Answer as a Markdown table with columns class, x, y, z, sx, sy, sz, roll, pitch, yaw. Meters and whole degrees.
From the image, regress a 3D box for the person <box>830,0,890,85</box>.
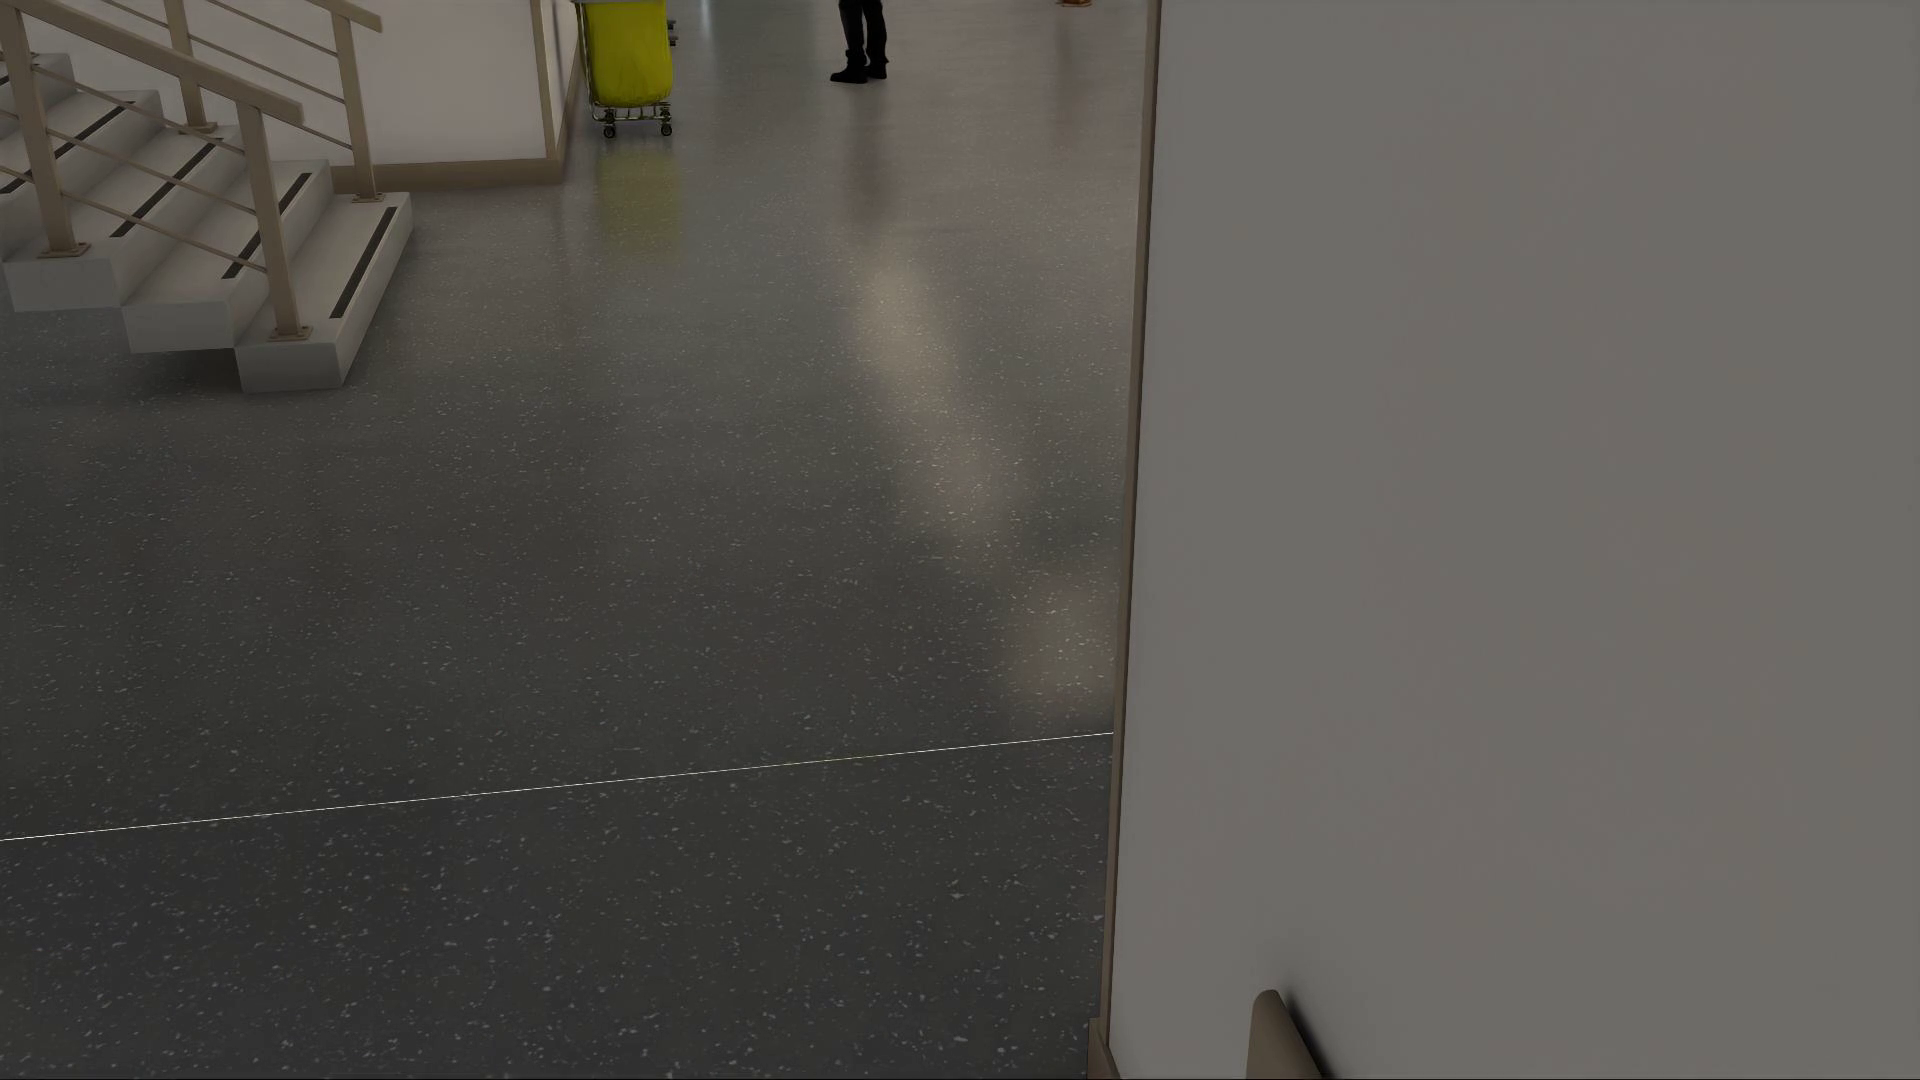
| class | x | y | z | sx | sy | sz | roll | pitch | yaw |
| --- | --- | --- | --- | --- | --- | --- | --- | --- | --- |
| person | -0.790 | -4.516 | 12.956 | 0.853 | 1.823 | 0.758 | 22 | 33 | 37 |

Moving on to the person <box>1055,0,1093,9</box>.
| class | x | y | z | sx | sy | sz | roll | pitch | yaw |
| --- | --- | --- | --- | --- | --- | --- | --- | --- | --- |
| person | 1.116 | -6.361 | 16.701 | 0.542 | 1.894 | 0.630 | -4 | 26 | -9 |
